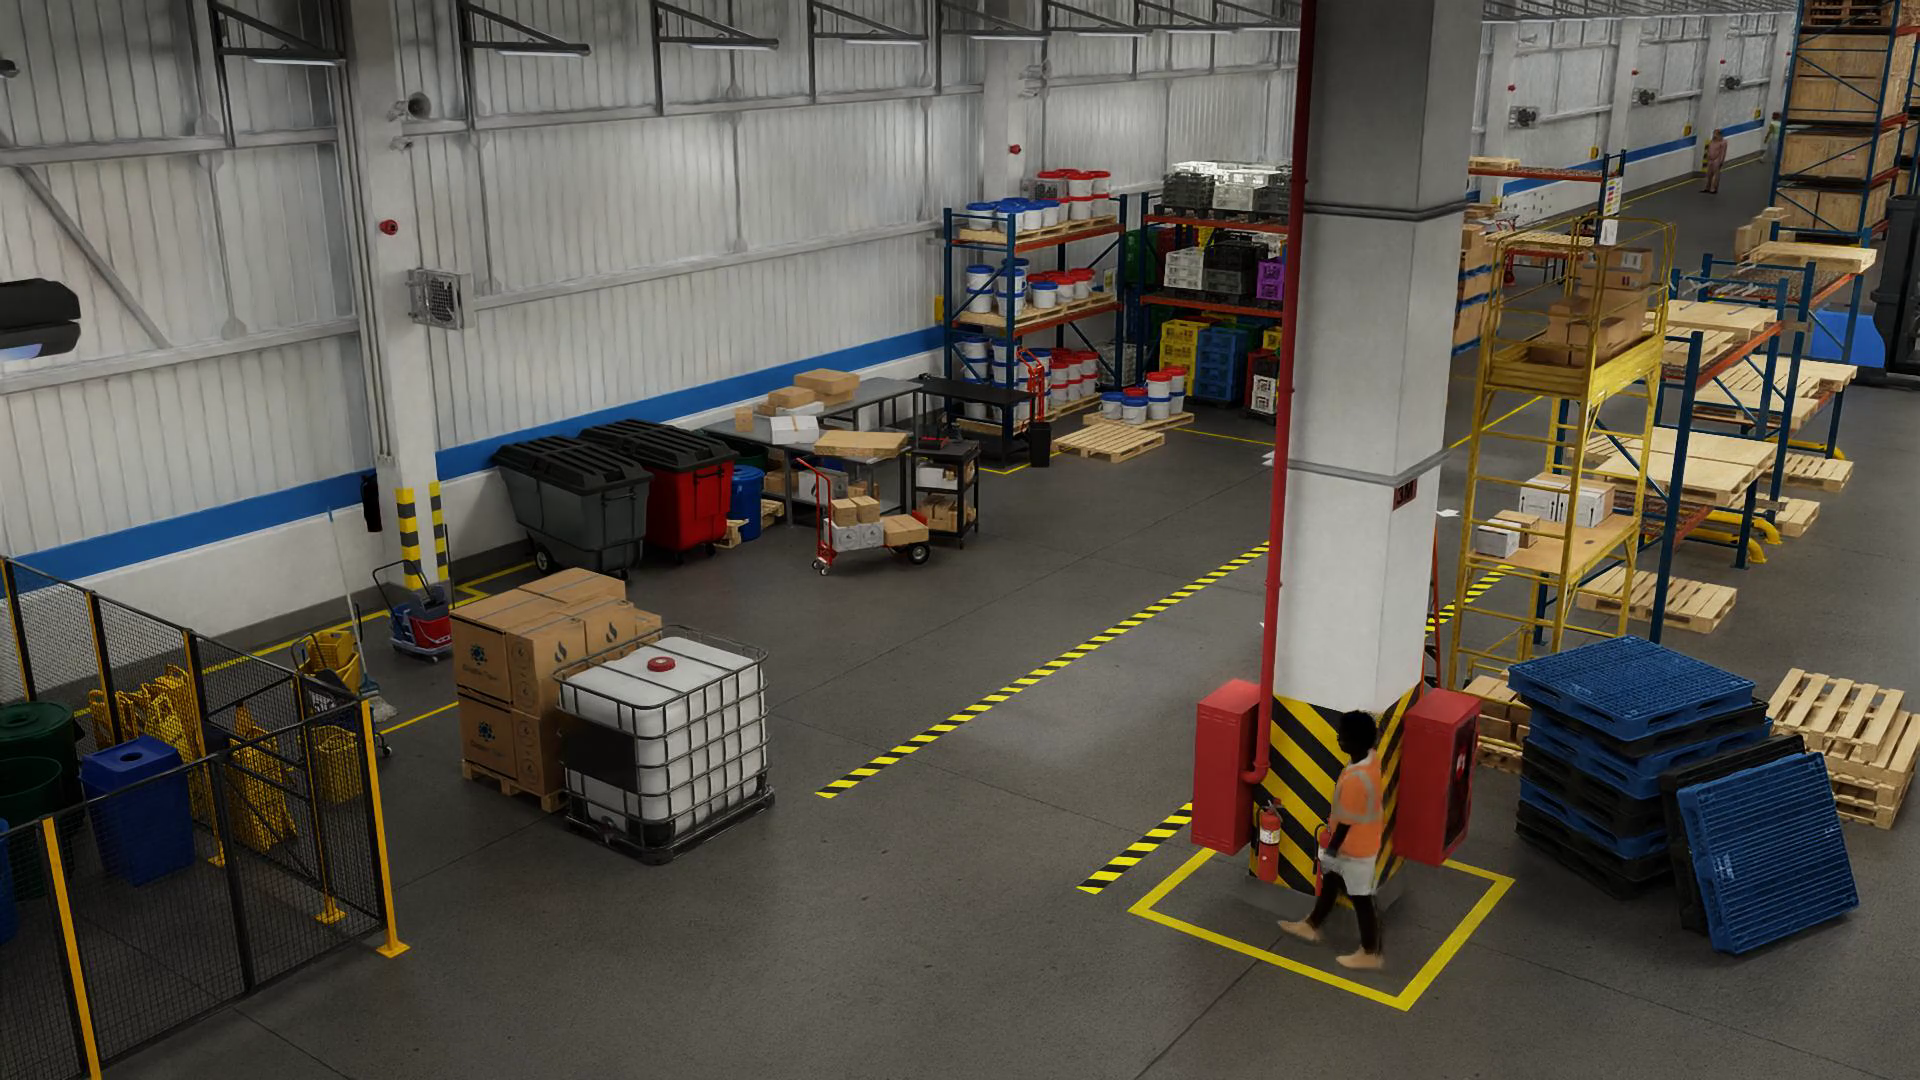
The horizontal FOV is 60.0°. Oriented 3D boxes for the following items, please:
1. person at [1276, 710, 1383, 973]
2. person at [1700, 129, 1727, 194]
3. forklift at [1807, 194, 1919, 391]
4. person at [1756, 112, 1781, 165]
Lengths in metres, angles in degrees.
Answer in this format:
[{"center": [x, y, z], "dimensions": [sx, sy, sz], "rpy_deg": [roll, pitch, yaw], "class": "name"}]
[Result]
[{"center": [2.242, 1.797, 10.015], "dimensions": [0.715, 1.670, 0.546], "rpy_deg": [6, 19, 19], "class": "person"}, {"center": [22.699, -11.394, 50.046], "dimensions": [0.399, 1.905, 0.643], "rpy_deg": [-6, 19, -19], "class": "person"}, {"center": [14.147, -3.795, 25.234], "dimensions": [1.873, 2.768, 1.129], "rpy_deg": [13, 22, 34], "class": "forklift"}, {"center": [28.729, -14.188, 58.779], "dimensions": [0.573, 1.799, 0.974], "rpy_deg": [-13, 22, -35], "class": "person"}]
